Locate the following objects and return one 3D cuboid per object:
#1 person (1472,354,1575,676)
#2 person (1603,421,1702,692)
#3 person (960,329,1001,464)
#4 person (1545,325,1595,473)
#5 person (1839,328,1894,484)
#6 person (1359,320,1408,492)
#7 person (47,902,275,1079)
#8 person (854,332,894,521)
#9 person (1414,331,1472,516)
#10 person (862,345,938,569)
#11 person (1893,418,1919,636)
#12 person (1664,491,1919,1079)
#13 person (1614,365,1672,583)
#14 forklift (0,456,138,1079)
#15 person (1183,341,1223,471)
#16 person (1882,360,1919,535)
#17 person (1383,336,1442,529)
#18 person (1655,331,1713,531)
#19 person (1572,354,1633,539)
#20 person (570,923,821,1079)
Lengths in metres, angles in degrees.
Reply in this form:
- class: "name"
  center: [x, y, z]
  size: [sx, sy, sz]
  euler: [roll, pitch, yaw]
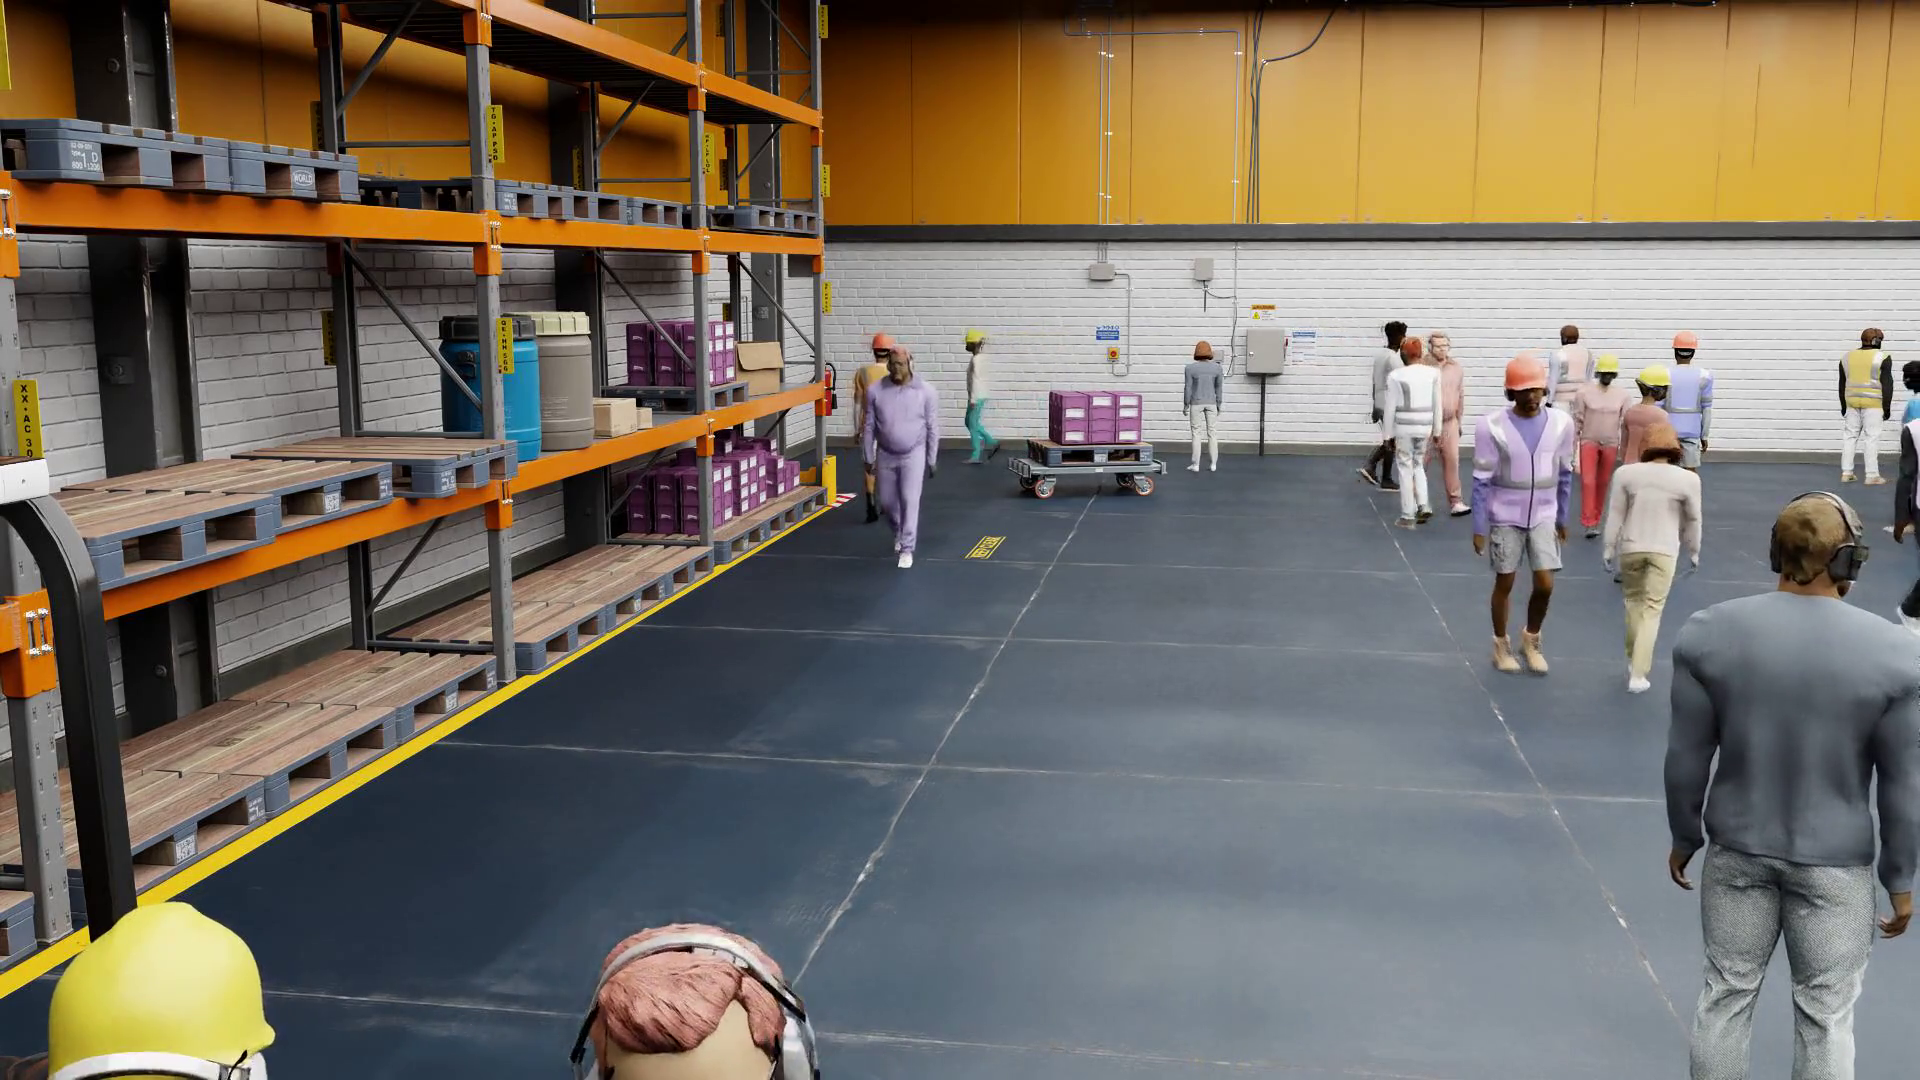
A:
- class: "person"
  center: [3.431, -0.138, 10.189]
  size: [0.633, 2.003, 0.637]
  euler: [0, 9, 2]
- class: "person"
  center: [4.184, 0.087, 10.035]
  size: [0.518, 1.601, 0.725]
  euler: [6, 11, 33]
- class: "person"
  center: [0.238, -1.842, 21.506]
  size: [0.433, 1.757, 0.527]
  euler: [0, 9, 3]
- class: "person"
  center: [7.513, -1.741, 20.603]
  size: [0.633, 1.839, 0.429]
  euler: [-3, 10, -17]
- class: "person"
  center: [10.681, -1.576, 19.601]
  size: [0.430, 1.838, 0.619]
  euler: [-6, 11, -32]
- class: "person"
  center: [4.873, -1.506, 18.802]
  size: [0.452, 1.947, 0.612]
  euler: [-1, 9, -4]
- class: "person"
  center: [-0.837, 1.304, 1.884]
  size: [0.587, 1.821, 0.404]
  euler: [-4, 10, -22]
- class: "person"
  center: [-0.806, -1.147, 16.777]
  size: [0.560, 1.903, 0.928]
  euler: [0, 9, 1]
- class: "person"
  center: [4.877, -1.164, 16.899]
  size: [0.677, 1.879, 0.783]
  euler: [-2, 9, -10]
- class: "person"
  center: [-0.505, -0.734, 14.277]
  size: [0.650, 1.885, 0.776]
  euler: [1, 9, 8]
- class: "person"
  center: [6.463, -0.196, 10.973]
  size: [0.606, 1.884, 0.957]
  euler: [1, 9, 4]
- class: "person"
  center: [2.194, 0.836, 4.409]
  size: [0.632, 1.936, 0.359]
  euler: [7, 12, 38]
- class: "person"
  center: [5.437, -0.503, 13.196]
  size: [0.330, 1.769, 0.526]
  euler: [-2, 9, -12]
- class: "forklift"
  center: [-2.328, 0.975, 2.765]
  size: [2.313, 2.155, 1.214]
  euler: [1, 9, 9]
- class: "person"
  center: [3.032, -1.670, 20.805]
  size: [0.501, 1.631, 0.287]
  euler: [-1, 9, -8]
- class: "person"
  center: [9.108, -0.847, 15.614]
  size: [0.629, 1.669, 0.539]
  euler: [8, 12, 40]
- class: "person"
  center: [4.369, -1.039, 16.146]
  size: [0.586, 1.874, 0.410]
  euler: [-3, 10, -15]
- class: "person"
  center: [6.868, -1.027, 15.899]
  size: [0.552, 1.935, 0.365]
  euler: [2, 9, 9]
- class: "person"
  center: [5.988, -0.859, 15.497]
  size: [0.539, 1.724, 0.865]
  euler: [2, 9, 11]
- class: "person"
  center: [-0.204, 1.313, 1.708]
  size: [0.655, 1.855, 0.959]
  euler: [-4, 10, -22]
